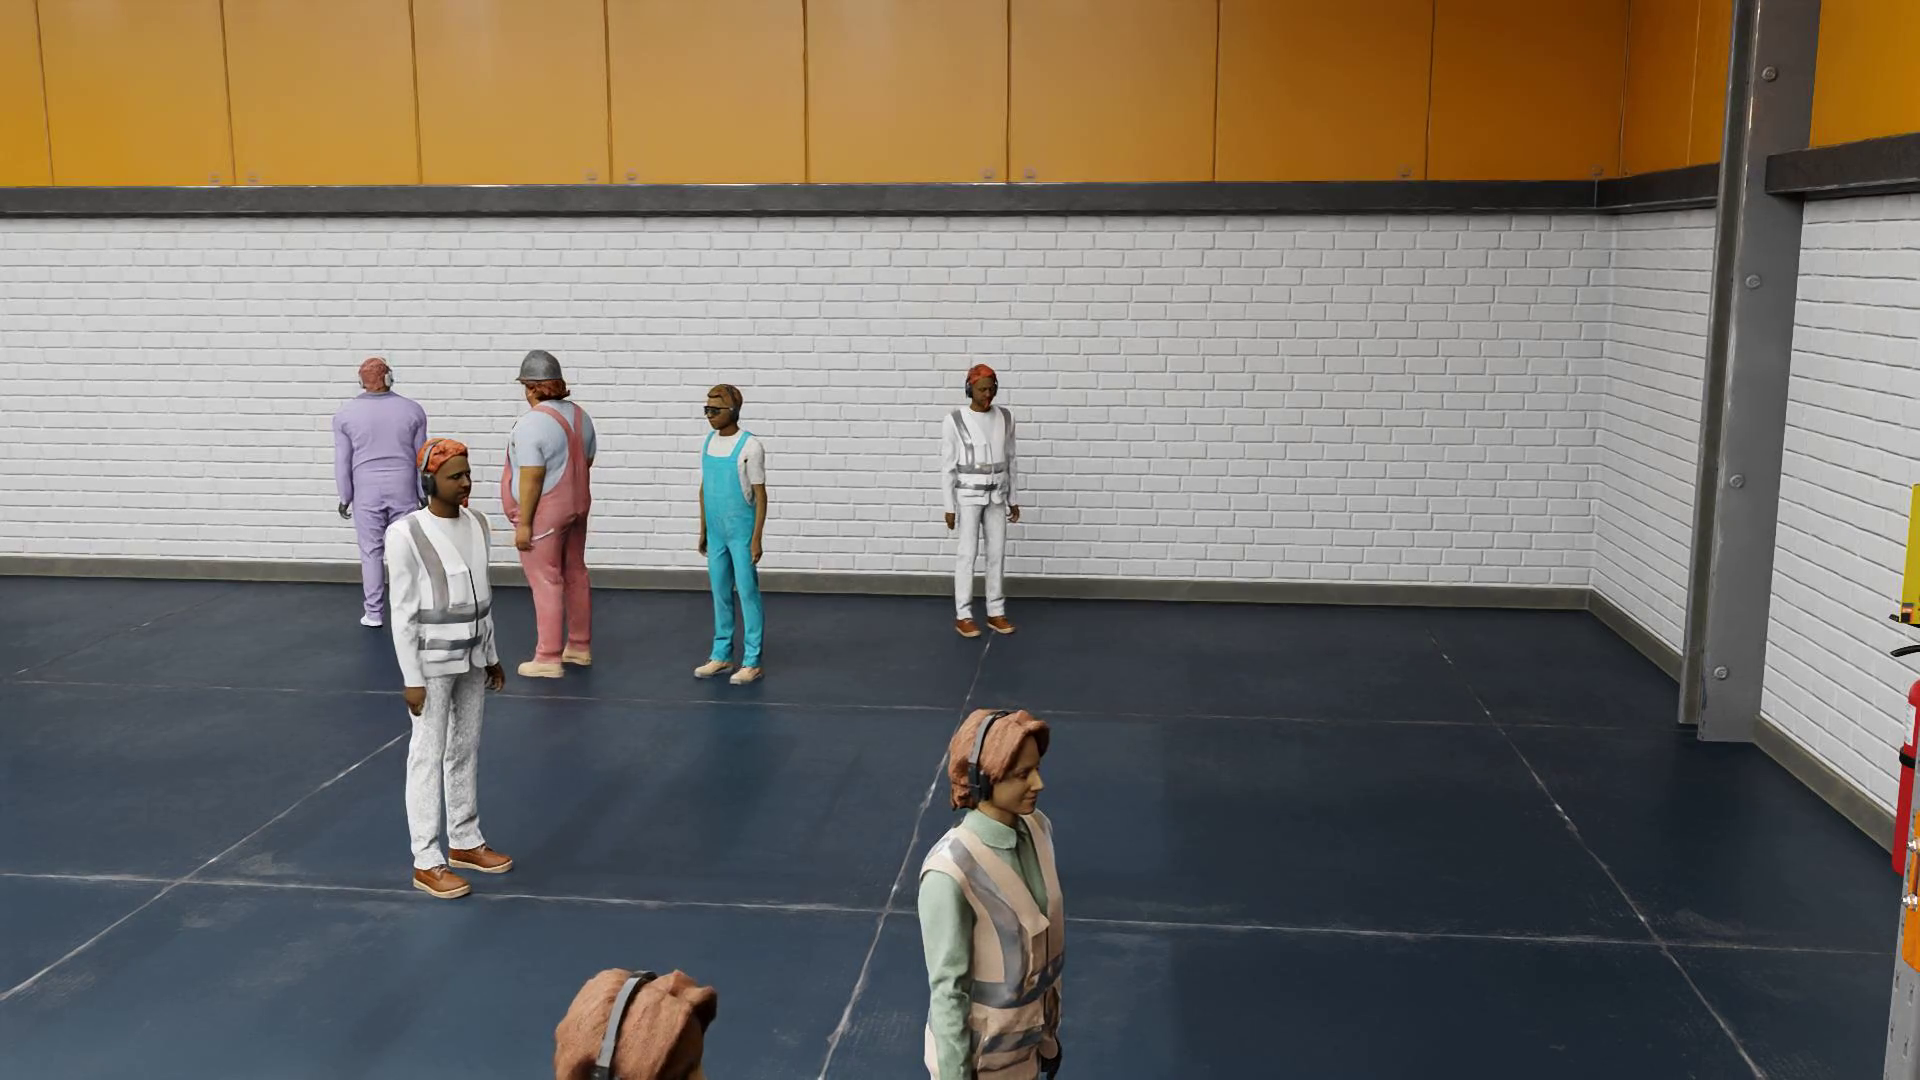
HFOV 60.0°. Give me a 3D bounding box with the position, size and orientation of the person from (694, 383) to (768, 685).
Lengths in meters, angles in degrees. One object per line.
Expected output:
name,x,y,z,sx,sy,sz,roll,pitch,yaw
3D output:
person,-1.402,-0.036,10.180,0.506,1.845,0.342,7,12,35

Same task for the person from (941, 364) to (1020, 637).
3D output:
person,0.143,-0.270,11.434,0.583,1.879,0.365,-6,11,-30

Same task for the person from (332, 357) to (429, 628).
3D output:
person,-4.057,-0.332,11.706,0.643,1.905,0.400,-5,11,-25

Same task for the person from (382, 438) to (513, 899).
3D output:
person,-2.116,0.516,6.908,0.357,1.883,0.573,4,11,23

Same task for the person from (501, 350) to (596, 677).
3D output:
person,-2.600,-0.172,10.399,0.536,2.000,0.688,4,11,21

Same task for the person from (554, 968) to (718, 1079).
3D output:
person,-0.475,1.415,2.466,0.308,1.637,0.516,2,10,9

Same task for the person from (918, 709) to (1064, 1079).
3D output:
person,0.075,1.182,3.793,0.307,1.641,0.512,5,11,26
